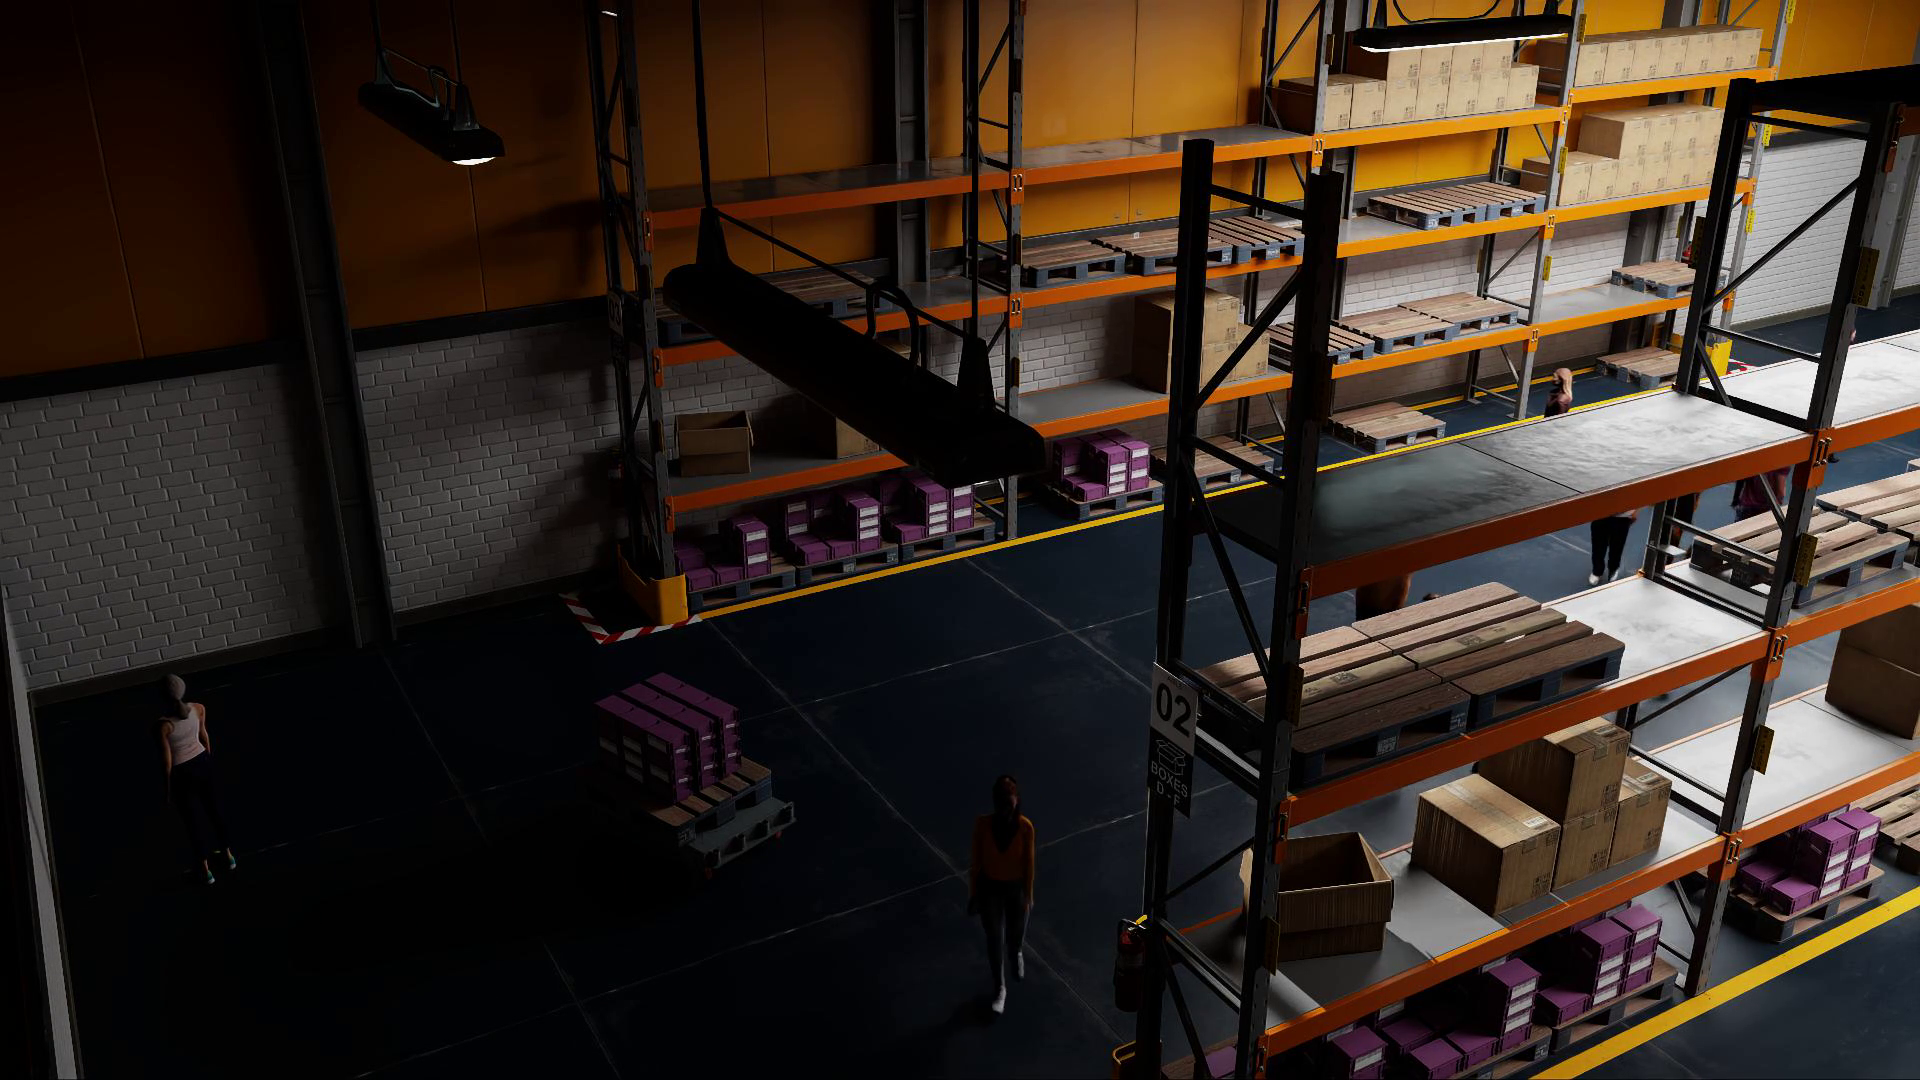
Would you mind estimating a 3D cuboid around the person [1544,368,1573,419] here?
[{"bbox_3d":[6.826,-1.152,19.059,0.730,1.697,0.654,8,25,17],"label":"person"}]

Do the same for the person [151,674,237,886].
[{"bbox_3d":[-5.715,1.764,12.380,0.738,1.702,0.640,11,26,24],"label":"person"}]

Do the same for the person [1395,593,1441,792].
[{"bbox_3d":[3.829,1.201,13.728,0.890,1.655,1.204,17,29,34],"label":"person"}]

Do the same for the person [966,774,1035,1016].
[{"bbox_3d":[0.284,2.303,11.098,0.832,1.742,0.873,3,24,7],"label":"person"}]
